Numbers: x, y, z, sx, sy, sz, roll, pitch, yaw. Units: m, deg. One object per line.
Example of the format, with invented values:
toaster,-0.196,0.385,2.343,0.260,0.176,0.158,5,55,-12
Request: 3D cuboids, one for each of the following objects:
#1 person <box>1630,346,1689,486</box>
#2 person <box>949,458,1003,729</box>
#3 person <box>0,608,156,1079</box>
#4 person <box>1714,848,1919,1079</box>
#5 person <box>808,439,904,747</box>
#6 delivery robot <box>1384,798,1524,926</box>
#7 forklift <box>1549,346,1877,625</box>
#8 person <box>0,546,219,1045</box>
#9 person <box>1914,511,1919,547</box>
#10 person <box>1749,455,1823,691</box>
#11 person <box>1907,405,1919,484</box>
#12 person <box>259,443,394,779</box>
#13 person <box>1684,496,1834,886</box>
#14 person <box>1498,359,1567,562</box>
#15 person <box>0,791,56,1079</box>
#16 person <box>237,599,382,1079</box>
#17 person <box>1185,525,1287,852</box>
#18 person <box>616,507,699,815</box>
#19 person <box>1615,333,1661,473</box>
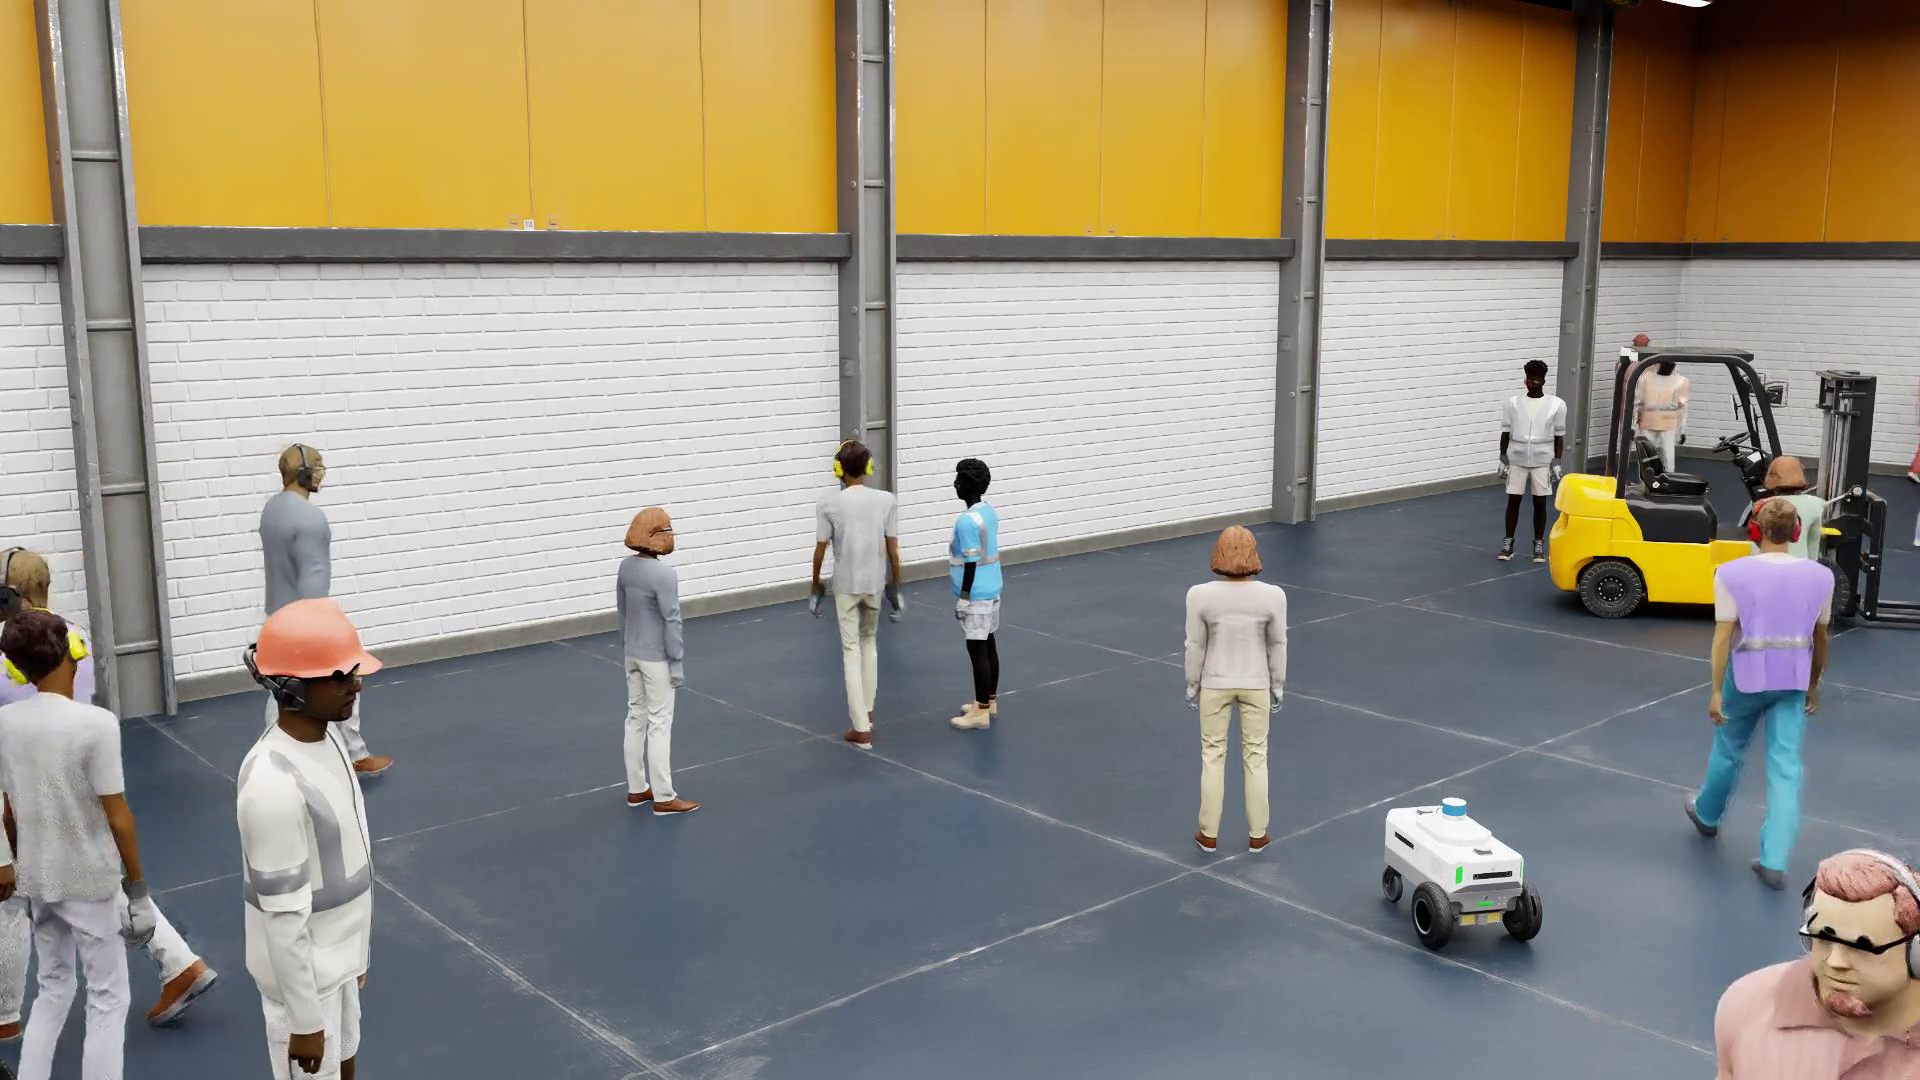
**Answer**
person,8.218,-1.329,19.557,0.634,1.898,0.384,5,11,27
person,0.097,0.332,10.399,0.322,1.696,0.536,3,10,16
person,-2.849,1.135,5.293,0.607,1.842,0.372,4,10,22
person,1.769,1.475,3.236,0.641,1.866,0.952,9,13,43
person,-0.650,0.306,10.114,0.540,1.844,0.663,-4,10,-20
delivery robot,2.165,1.380,7.327,0.477,0.478,0.707,-2,10,-12
forklift,6.109,-0.478,13.691,2.313,2.155,1.214,3,10,16
person,-3.333,0.953,6.186,0.964,1.905,0.642,-1,10,-4
person,9.752,-0.719,16.498,0.563,1.737,0.630,9,13,44
person,5.546,0.239,11.166,0.506,1.617,0.609,0,10,-2
person,12.489,-1.540,21.260,0.400,1.750,0.597,-3,10,-19
person,-3.530,0.418,9.227,0.642,1.915,0.804,10,14,44
person,3.869,0.681,8.055,0.582,1.791,0.964,1,10,5
person,5.497,-0.760,16.031,0.601,1.958,0.380,4,11,24
person,-3.442,1.021,5.670,0.548,1.934,0.375,3,10,18
person,-1.749,1.160,4.590,0.393,2.038,0.606,-2,10,-9
person,1.355,0.737,8.208,0.500,1.636,0.286,1,10,5
person,-1.628,0.634,8.818,0.285,1.633,0.501,-9,13,-42
person,9.120,-1.818,22.373,0.642,1.909,0.410,3,10,17
